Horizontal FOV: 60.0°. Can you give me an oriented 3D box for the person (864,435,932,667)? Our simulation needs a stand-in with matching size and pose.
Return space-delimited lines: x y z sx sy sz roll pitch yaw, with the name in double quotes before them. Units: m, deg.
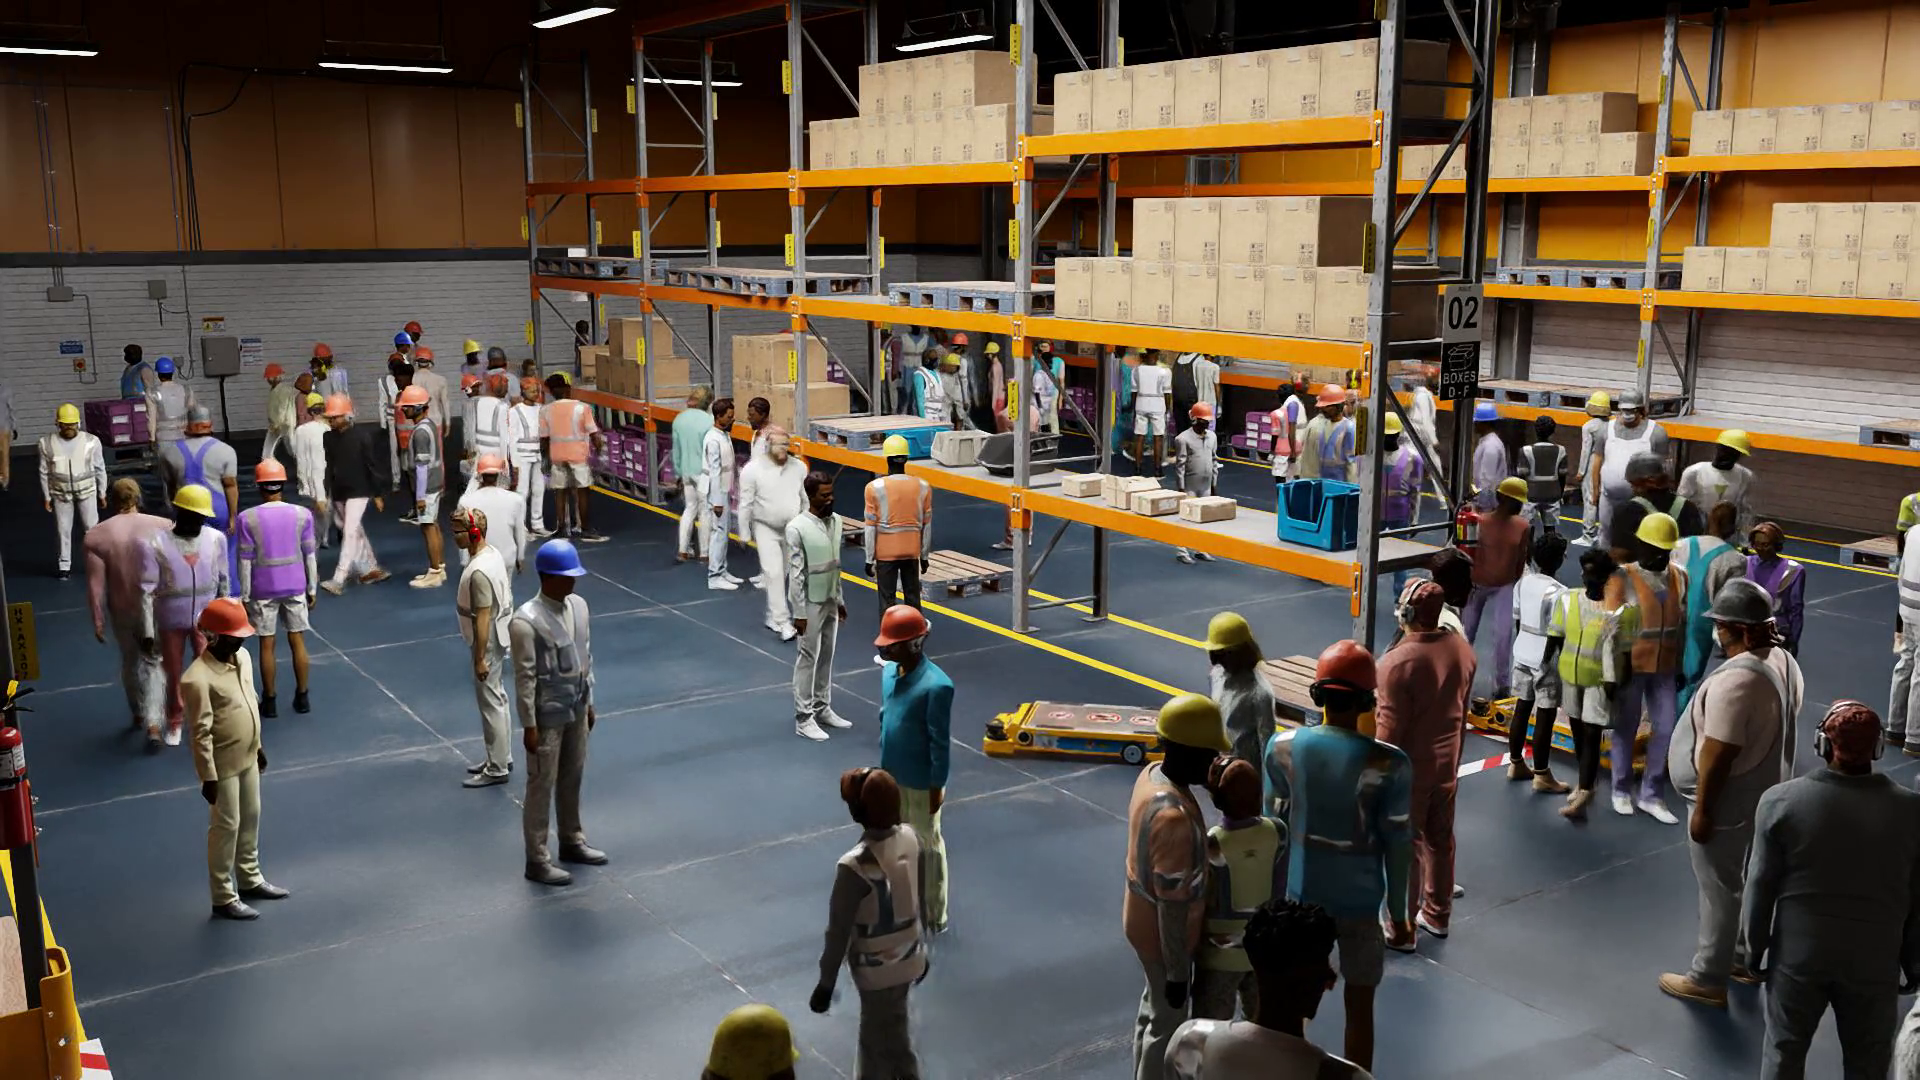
"person" -0.517 0.095 13.693 0.581 1.919 0.396 -5 12 -24

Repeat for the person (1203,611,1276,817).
"person" 1.447 1.199 8.566 0.446 1.717 0.565 -4 12 -21

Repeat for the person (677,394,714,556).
"person" -2.819 -0.708 18.015 0.561 1.833 0.373 -6 13 -28

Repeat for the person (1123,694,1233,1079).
"person" 0.831 1.515 6.437 0.396 1.913 0.591 0 11 2

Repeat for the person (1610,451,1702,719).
"person" 5.027 0.315 12.240 0.712 2.000 0.808 0 11 -2

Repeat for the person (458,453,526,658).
"person" -3.929 0.132 13.948 0.585 1.733 0.382 -7 13 -32

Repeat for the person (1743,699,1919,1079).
"person" 3.331 1.540 6.348 0.648 1.900 0.400 5 12 23

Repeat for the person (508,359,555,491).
"person" -5.850 -1.563 22.495 0.960 1.802 0.505 6 13 29

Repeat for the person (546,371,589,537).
"person" -4.556 -0.988 19.236 0.399 1.916 0.596 8 14 37

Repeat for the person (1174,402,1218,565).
"person" 2.536 -0.608 17.723 0.566 1.744 0.350 -7 13 -33

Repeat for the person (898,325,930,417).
"person" -0.833 -3.112 30.132 0.609 1.895 0.467 -3 11 -15

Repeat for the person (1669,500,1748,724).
"person" 5.070 0.613 11.376 0.935 1.785 0.572 -9 14 -37

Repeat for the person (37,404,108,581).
"person" -8.996 -0.480 16.903 0.609 1.821 0.415 -5 12 -26

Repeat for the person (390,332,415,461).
"person" -8.426 -2.173 25.214 0.396 1.943 0.618 -3 11 -14

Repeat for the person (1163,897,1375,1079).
"person" 0.816 1.889 4.388 0.609 1.960 0.374 7 13 33

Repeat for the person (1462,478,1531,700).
"person" 4.145 0.351 12.925 0.536 1.709 0.889 0 11 0

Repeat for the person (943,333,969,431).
"person" -0.024 -2.177 25.284 0.388 1.930 0.544 -7 13 -33

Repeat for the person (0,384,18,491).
"person" -13.109 -1.552 22.581 0.575 1.731 0.687 -6 13 -28

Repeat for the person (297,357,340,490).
"person" -8.529 -1.566 22.489 0.542 1.820 1.011 9 14 40

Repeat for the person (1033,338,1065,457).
"person" 1.349 -2.174 25.472 0.563 1.847 0.393 8 14 35

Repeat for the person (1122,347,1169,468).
"person" 2.795 -2.013 24.608 0.596 1.864 1.038 -6 12 -27

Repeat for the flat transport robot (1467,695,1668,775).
"flat transport robot" 4.326 1.315 11.667 0.652 0.197 1.431 -7 13 -32

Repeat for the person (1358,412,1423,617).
"person" 3.954 -0.235 15.386 0.583 1.917 0.403 4 12 22

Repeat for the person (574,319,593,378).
"person" -6.390 -2.801 28.464 0.374 1.934 0.626 3 11 15

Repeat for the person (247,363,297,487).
"person" -9.327 -1.590 22.852 0.559 1.703 0.900 9 14 40

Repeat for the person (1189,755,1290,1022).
"person" 1.067 1.641 6.524 0.516 1.631 0.314 -6 12 -27

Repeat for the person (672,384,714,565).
"person" -2.779 -0.691 17.673 0.645 1.939 0.372 9 14 38

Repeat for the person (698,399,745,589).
"person" -2.387 -0.454 16.532 0.408 1.907 0.598 0 11 0

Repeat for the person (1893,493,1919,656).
"person" 8.133 0.158 13.952 0.546 1.688 0.322 3 12 16

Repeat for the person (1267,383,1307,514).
"person" 3.946 -1.043 20.105 0.548 1.698 0.337 -6 13 -29

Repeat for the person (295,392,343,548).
"person" -7.088 -0.765 18.504 0.543 1.749 0.436 -8 13 -34

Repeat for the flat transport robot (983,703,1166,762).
"flat transport robot" 0.925 1.327 11.601 1.431 0.197 0.652 2 11 12

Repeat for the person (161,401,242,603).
"person" -7.008 -0.295 15.364 0.689 2.000 0.929 0 11 -1

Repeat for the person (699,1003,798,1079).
"person" -0.537 2.023 4.293 0.490 1.735 0.326 6 12 28

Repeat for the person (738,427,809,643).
"person" -1.530 -0.042 14.509 0.679 1.860 0.950 -7 13 -33

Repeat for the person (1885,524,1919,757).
"person" 6.660 0.550 11.441 0.342 1.882 0.586 1 11 5

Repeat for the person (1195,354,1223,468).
"person" 3.650 -1.989 24.469 0.328 1.872 0.511 -11 15 -44

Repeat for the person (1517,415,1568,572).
"person" 5.887 -0.422 16.893 0.541 1.696 0.316 0 11 -2

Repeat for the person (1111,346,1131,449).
"person" 2.525 -2.358 26.457 0.348 1.836 0.517 -8 13 -35

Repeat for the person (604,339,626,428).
"person" -5.887 -2.590 28.151 0.503 1.632 0.274 -3 12 -16

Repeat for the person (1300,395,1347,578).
"person" 3.646 -0.594 17.099 0.488 1.971 0.809 -1 11 -4

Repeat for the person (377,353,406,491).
"person" -7.516 -1.583 22.395 0.577 1.877 0.342 -3 12 -16

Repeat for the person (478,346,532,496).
"person" -6.010 -1.562 21.845 0.720 2.000 0.627 3 12 17

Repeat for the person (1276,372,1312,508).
"person" 4.027 -1.128 20.176 0.412 1.832 0.579 3 12 16

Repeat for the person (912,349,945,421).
"person" -0.428 -1.770 23.426 0.429 1.843 0.627 5 12 22

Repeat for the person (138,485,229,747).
"person" -5.299 0.559 11.440 0.643 1.857 0.982 -9 14 -39
